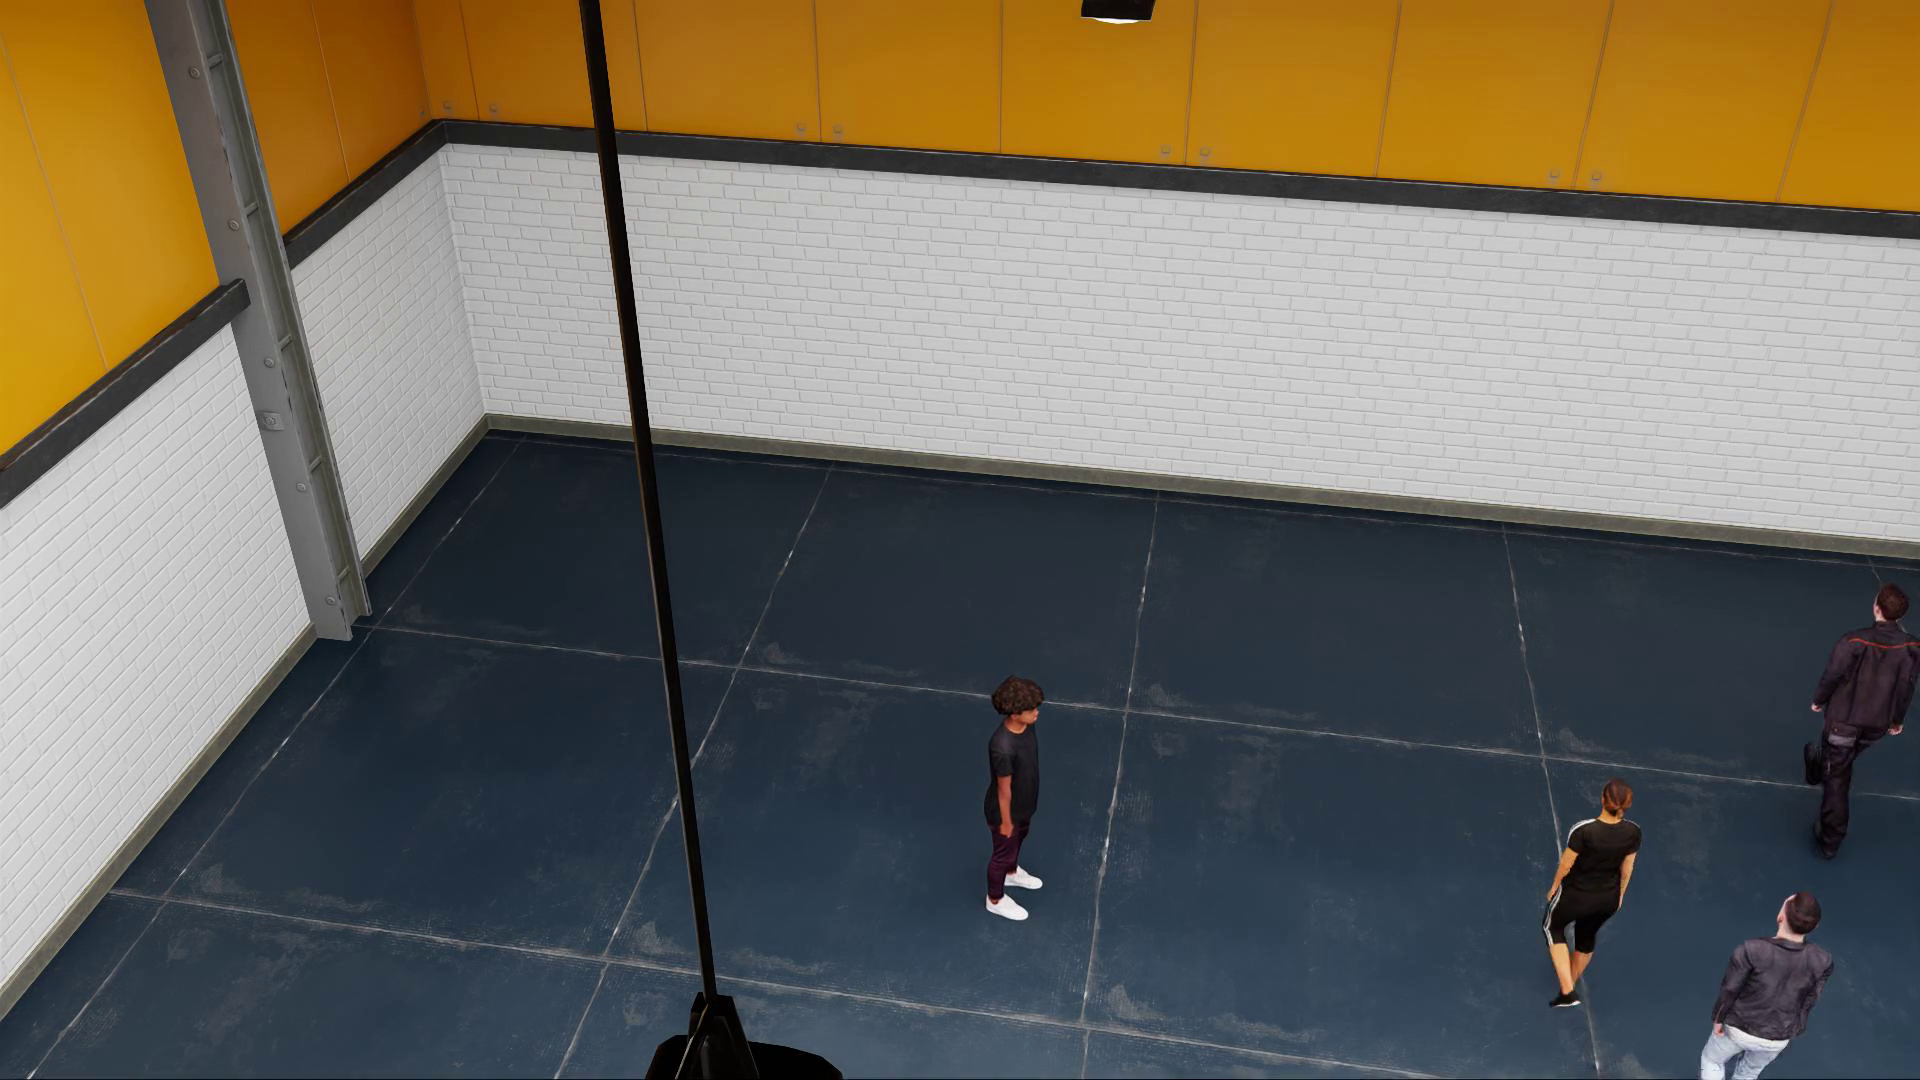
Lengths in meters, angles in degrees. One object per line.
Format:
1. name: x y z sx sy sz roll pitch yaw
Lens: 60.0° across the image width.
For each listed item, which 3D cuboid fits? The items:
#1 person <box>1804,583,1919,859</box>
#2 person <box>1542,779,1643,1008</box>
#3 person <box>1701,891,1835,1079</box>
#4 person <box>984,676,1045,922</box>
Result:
1. person: 5.853 1.223 10.804 0.751 1.841 1.240 4 34 5
2. person: 3.661 2.105 9.641 0.676 1.659 0.800 -1 34 -1
3. person: 4.206 2.605 8.741 0.658 1.823 0.765 6 34 9
4. person: 0.320 1.582 10.320 0.716 1.779 0.574 14 36 20
